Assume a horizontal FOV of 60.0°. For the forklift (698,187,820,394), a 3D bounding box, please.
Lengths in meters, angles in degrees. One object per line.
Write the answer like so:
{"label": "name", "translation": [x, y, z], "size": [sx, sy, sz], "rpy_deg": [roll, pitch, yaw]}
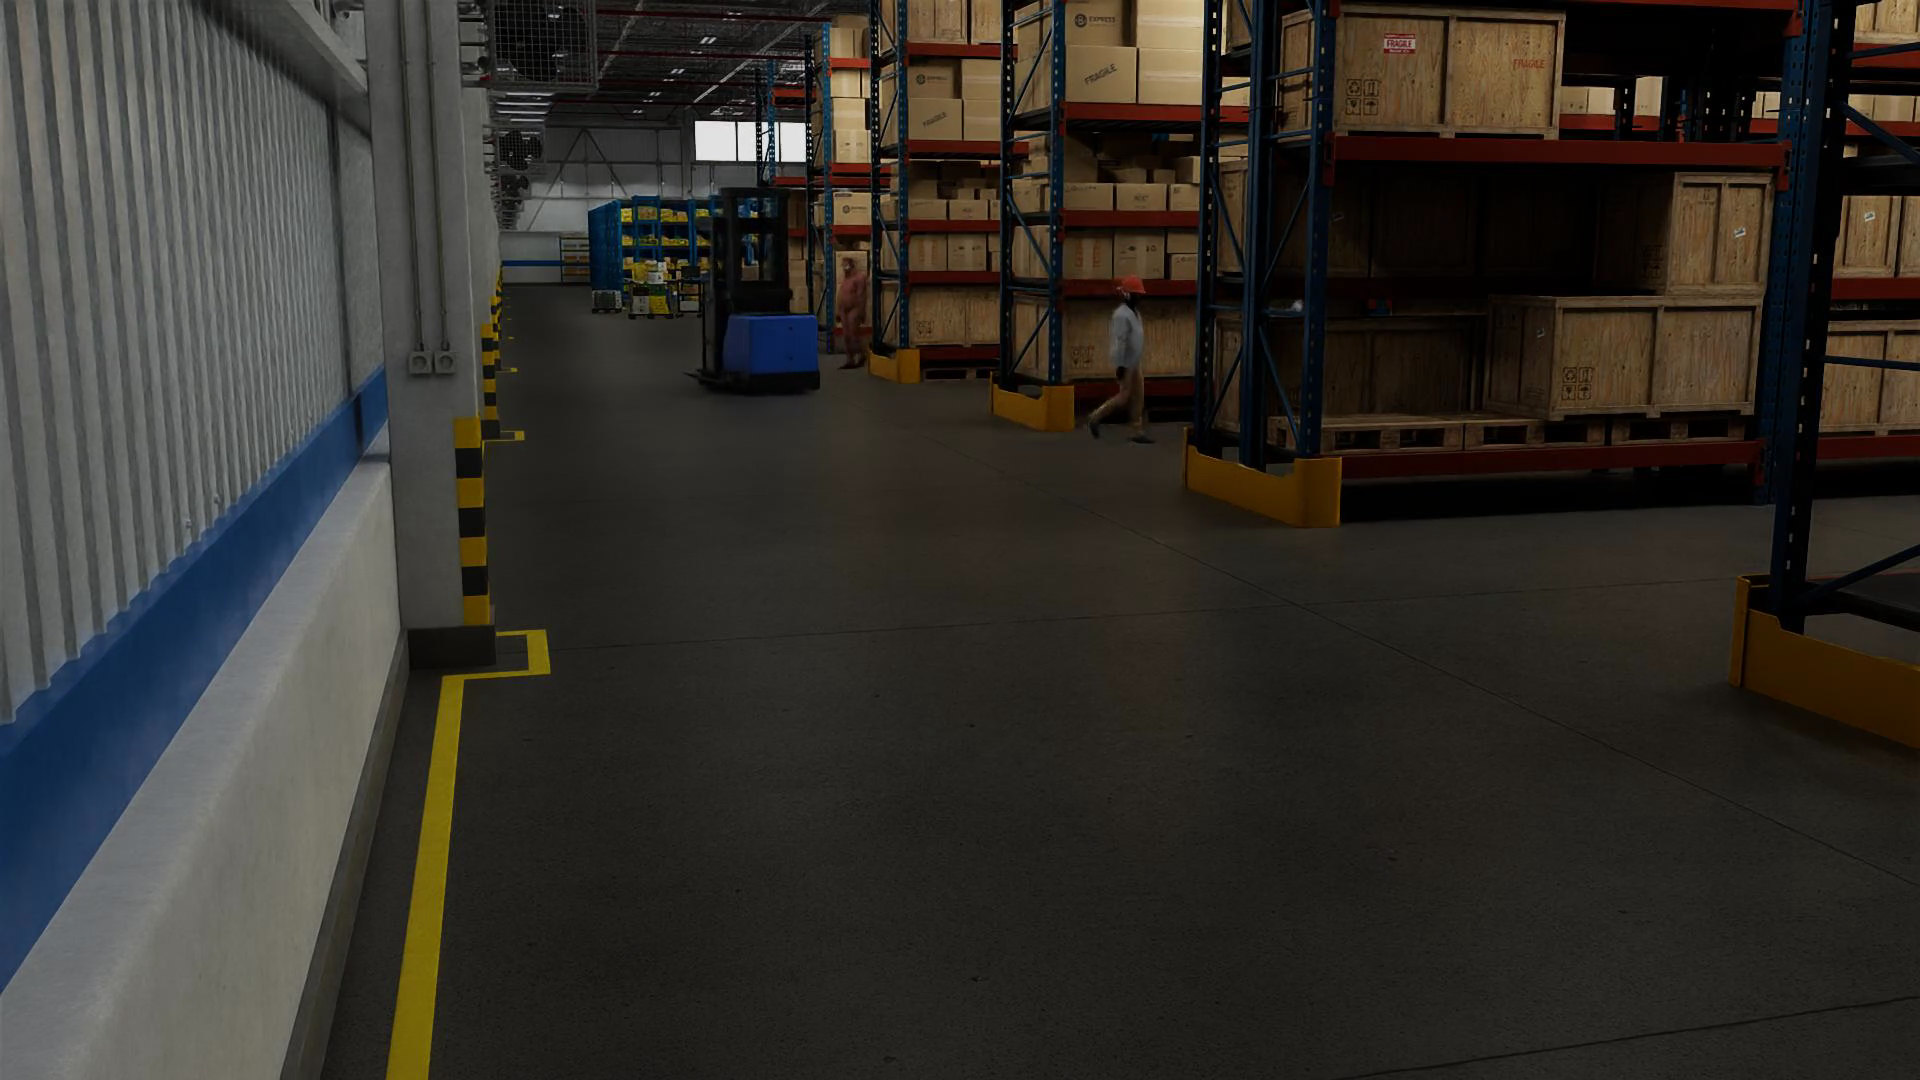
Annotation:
{"label": "forklift", "translation": [-2.809, -3.495, 23.164], "size": [1.129, 2.768, 1.873], "rpy_deg": [-6, 12, -30]}

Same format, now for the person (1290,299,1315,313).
{"label": "person", "translation": [3.346, -1.774, 16.498], "size": [0.862, 1.796, 0.581], "rpy_deg": [3, 10, 17]}

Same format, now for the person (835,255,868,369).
{"label": "person", "translation": [-1.792, -3.728, 27.313], "size": [0.444, 1.877, 0.756], "rpy_deg": [-9, 13, -40]}

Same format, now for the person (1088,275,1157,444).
{"label": "person", "translation": [1.685, -1.846, 17.064], "size": [0.651, 1.732, 0.576], "rpy_deg": [5, 11, 26]}

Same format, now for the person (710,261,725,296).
{"label": "person", "translation": [-5.443, -5.500, 37.890], "size": [0.486, 1.686, 0.920], "rpy_deg": [-3, 10, -16]}
